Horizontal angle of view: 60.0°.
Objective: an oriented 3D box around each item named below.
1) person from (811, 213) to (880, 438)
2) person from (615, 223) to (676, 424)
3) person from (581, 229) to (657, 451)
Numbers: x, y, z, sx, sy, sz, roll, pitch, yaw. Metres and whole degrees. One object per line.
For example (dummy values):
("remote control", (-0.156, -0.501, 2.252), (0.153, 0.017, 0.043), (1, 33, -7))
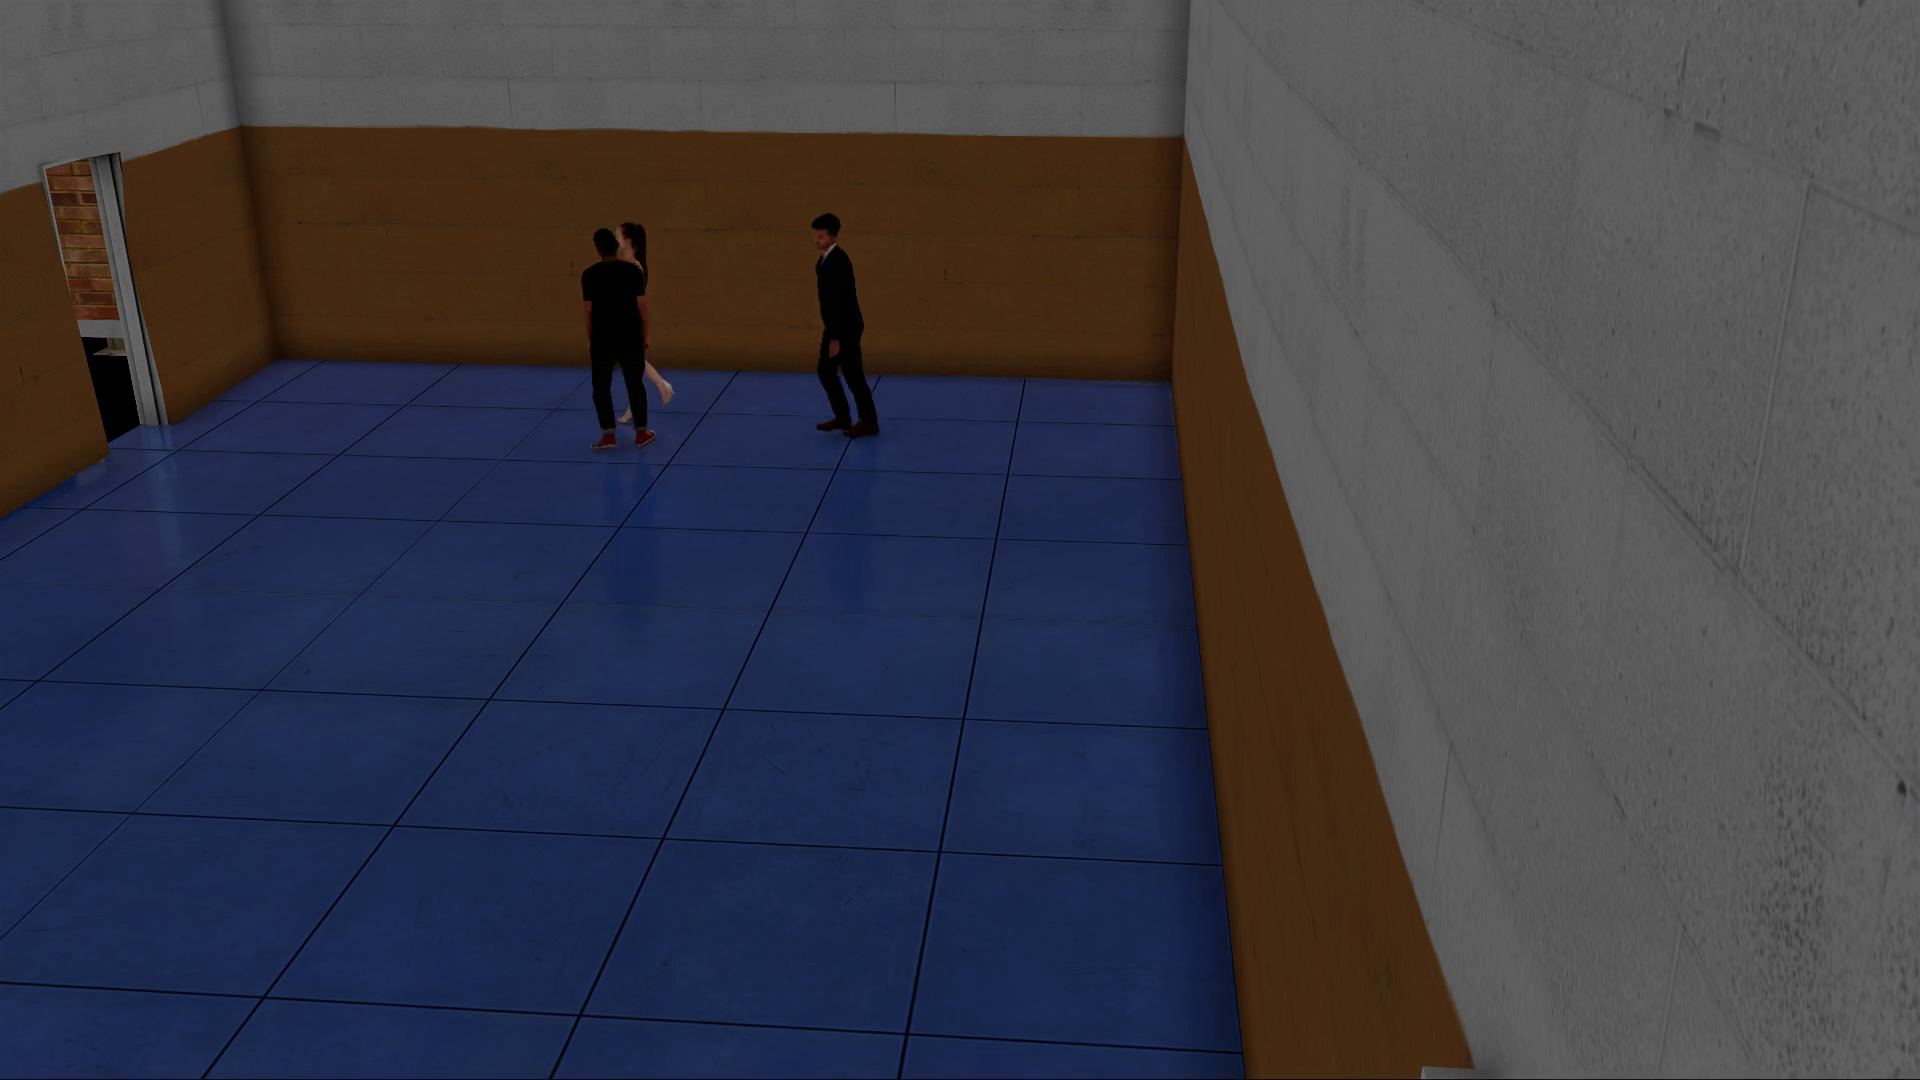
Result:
("person", (-0.862, -1.703, 13.309), (0.909, 1.842, 0.866), (-3, 22, -8))
("person", (-2.632, -1.767, 13.690), (0.784, 1.677, 0.669), (-2, 22, -5))
("person", (-2.699, -1.576, 13.113), (0.741, 1.753, 0.866), (-2, 22, -4))
